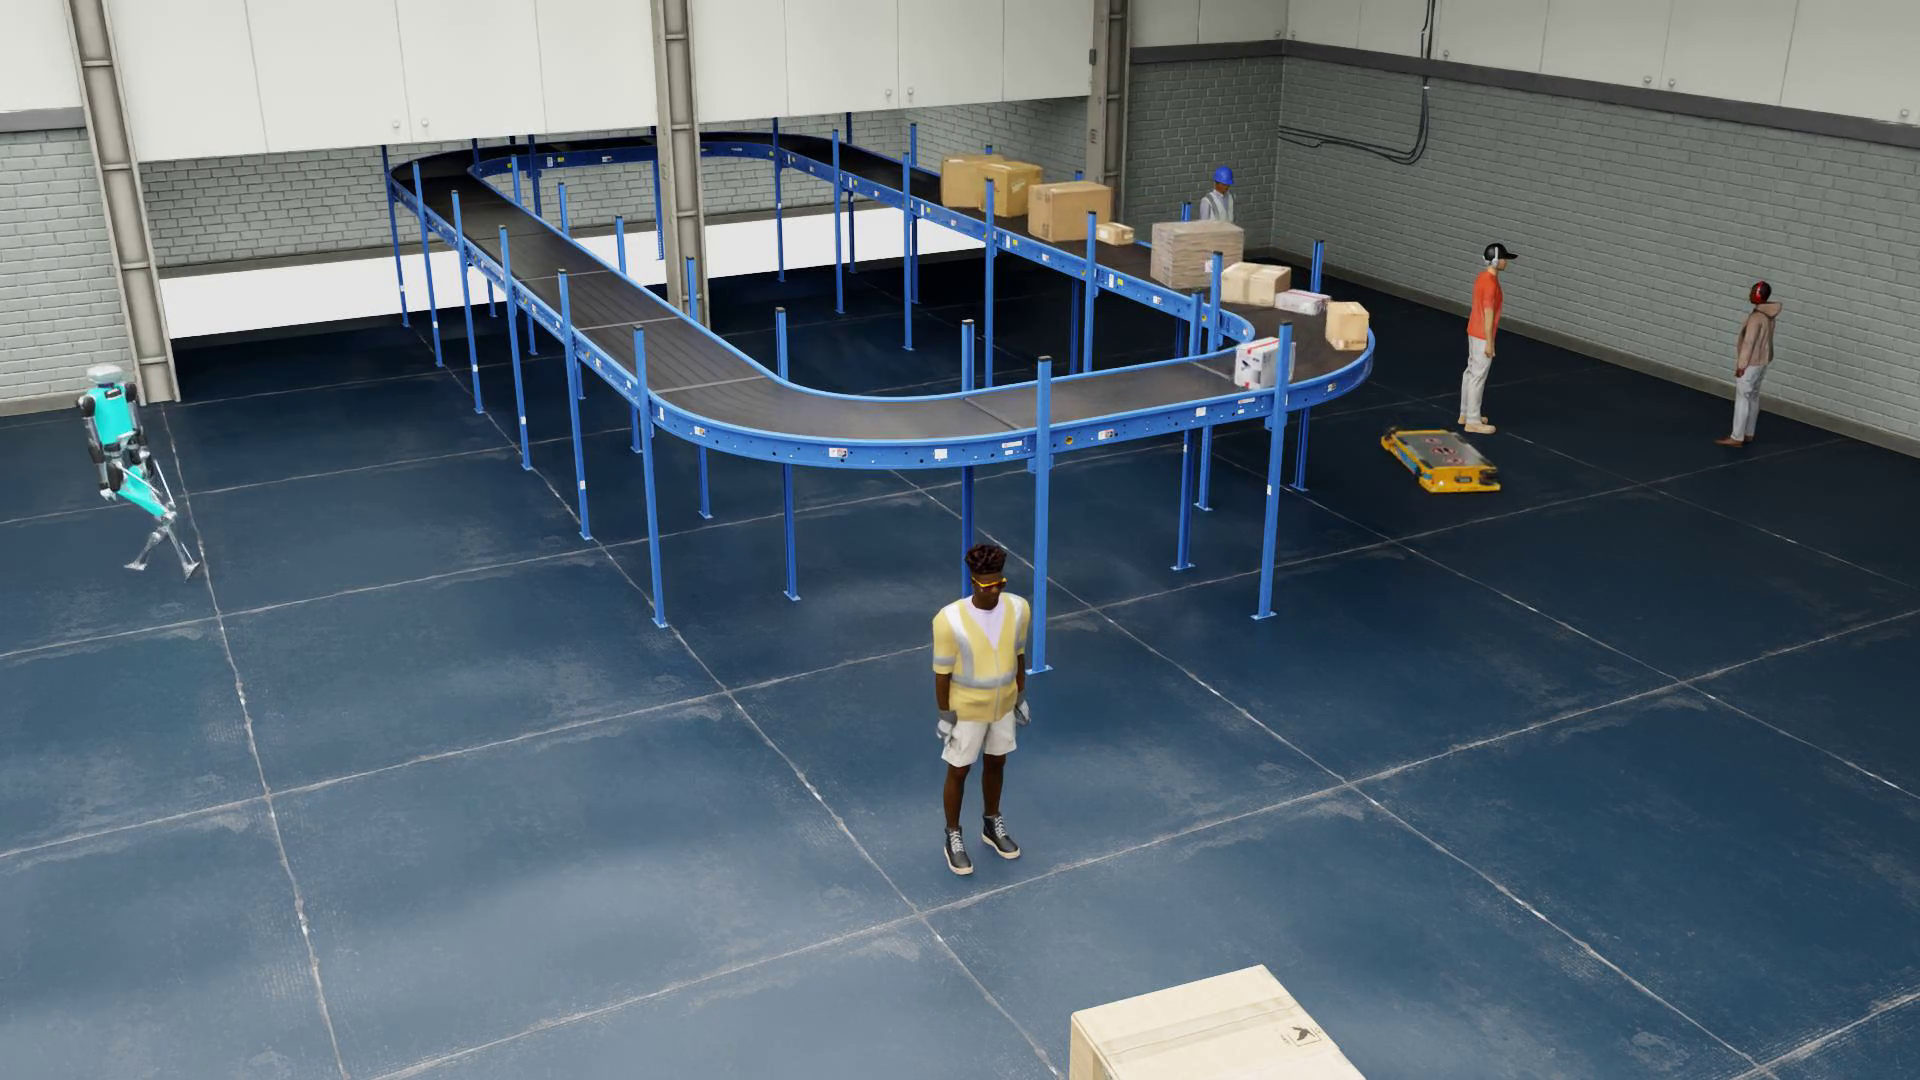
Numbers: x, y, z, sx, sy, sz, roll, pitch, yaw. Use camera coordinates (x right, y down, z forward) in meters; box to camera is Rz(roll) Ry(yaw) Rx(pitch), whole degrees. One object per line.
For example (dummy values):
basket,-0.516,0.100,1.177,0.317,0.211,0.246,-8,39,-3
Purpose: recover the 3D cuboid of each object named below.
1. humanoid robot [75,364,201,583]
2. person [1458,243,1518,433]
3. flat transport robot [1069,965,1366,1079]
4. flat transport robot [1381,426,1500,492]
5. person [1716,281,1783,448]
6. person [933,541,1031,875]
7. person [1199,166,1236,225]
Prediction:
humanoid robot,-6.392,-0.492,13.185,0.995,1.777,0.530,7,23,17
person,5.296,-2.036,16.721,0.394,1.912,0.474,2,22,4
flat transport robot,1.106,2.792,6.974,1.431,0.231,0.659,-8,23,-20
flat transport robot,4.543,-0.770,15.778,0.659,0.231,1.431,-2,22,-4
person,7.765,-1.718,16.283,0.469,1.646,0.323,-20,29,-40
person,0.131,0.922,9.335,0.605,1.965,0.373,-12,25,-27
person,3.231,-3.719,20.849,0.623,1.934,0.411,-18,28,-38
